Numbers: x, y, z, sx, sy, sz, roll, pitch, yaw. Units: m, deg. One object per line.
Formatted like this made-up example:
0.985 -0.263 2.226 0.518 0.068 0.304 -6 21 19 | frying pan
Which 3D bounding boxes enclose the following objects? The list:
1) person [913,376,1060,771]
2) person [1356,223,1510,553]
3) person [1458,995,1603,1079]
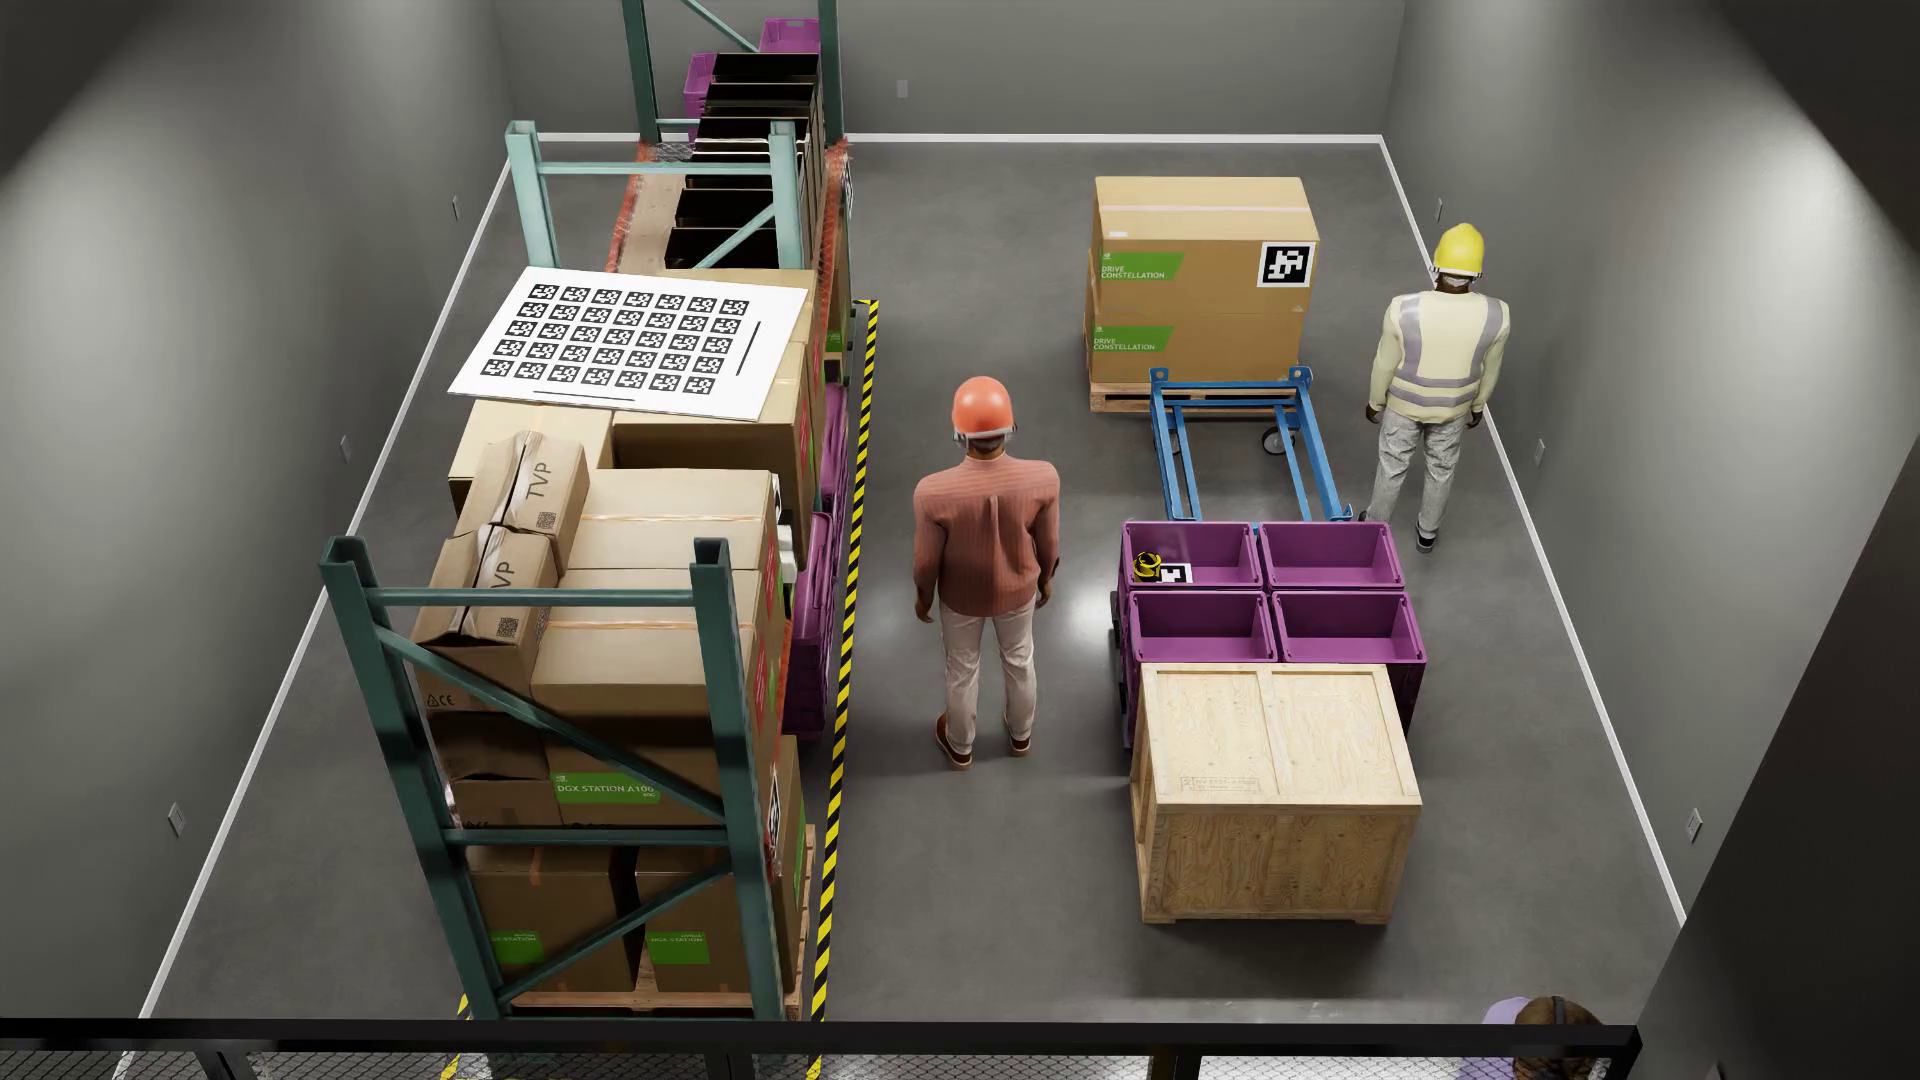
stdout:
0.104 0.173 6.876 0.609 1.994 0.383 -9 42 -10 | person
2.247 -0.694 7.984 0.590 1.833 0.404 2 41 2 | person
1.540 1.939 4.901 0.354 1.939 0.635 11 42 12 | person
